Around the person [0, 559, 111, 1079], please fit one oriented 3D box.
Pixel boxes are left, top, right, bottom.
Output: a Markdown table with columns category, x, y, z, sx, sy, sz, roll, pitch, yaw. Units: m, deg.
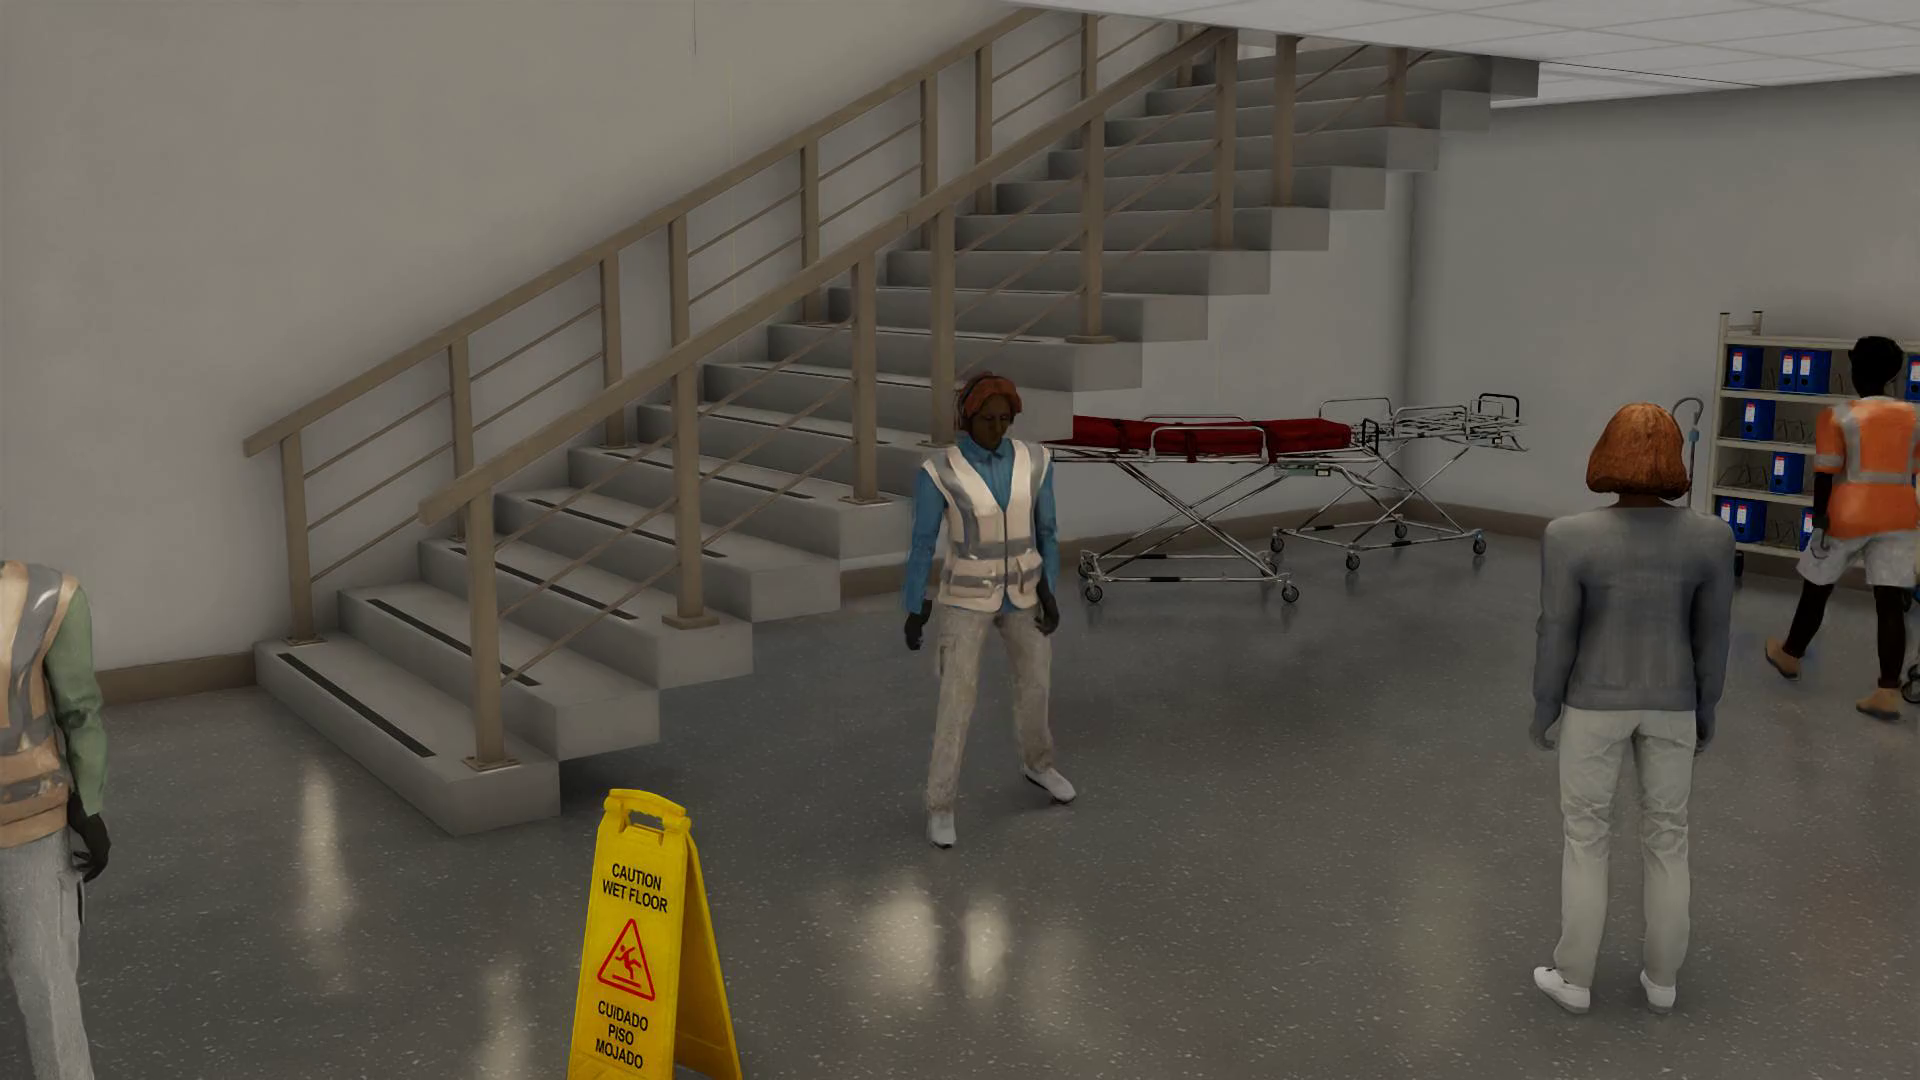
| category | x | y | z | sx | sy | sz | roll | pitch | yaw |
| --- | --- | --- | --- | --- | --- | --- | --- | --- | --- |
| person | -2.054 | 0.615 | 3.465 | 0.522 | 1.636 | 0.305 | -4 | 11 | -24 |

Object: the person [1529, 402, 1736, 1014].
| category | x | y | z | sx | sy | sz | roll | pitch | yaw |
| --- | --- | --- | --- | --- | --- | --- | --- | --- | --- |
| person | 1.760 | 0.454 | 4.401 | 0.497 | 1.633 | 0.285 | 1 | 10 | 3 |

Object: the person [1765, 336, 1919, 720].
| category | x | y | z | sx | sy | sz | roll | pitch | yaw |
| --- | --- | --- | --- | --- | --- | --- | --- | --- | --- |
| person | 4.002 | -0.081 | 7.423 | 0.529 | 1.640 | 0.909 | 0 | 10 | 2 |

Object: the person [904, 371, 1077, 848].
| category | x | y | z | sx | sy | sz | roll | pitch | yaw |
| --- | --- | --- | --- | --- | --- | --- | --- | --- | --- |
| person | 0.114 | 0.216 | 5.815 | 0.667 | 1.623 | 0.430 | -4 | 11 | -24 |
